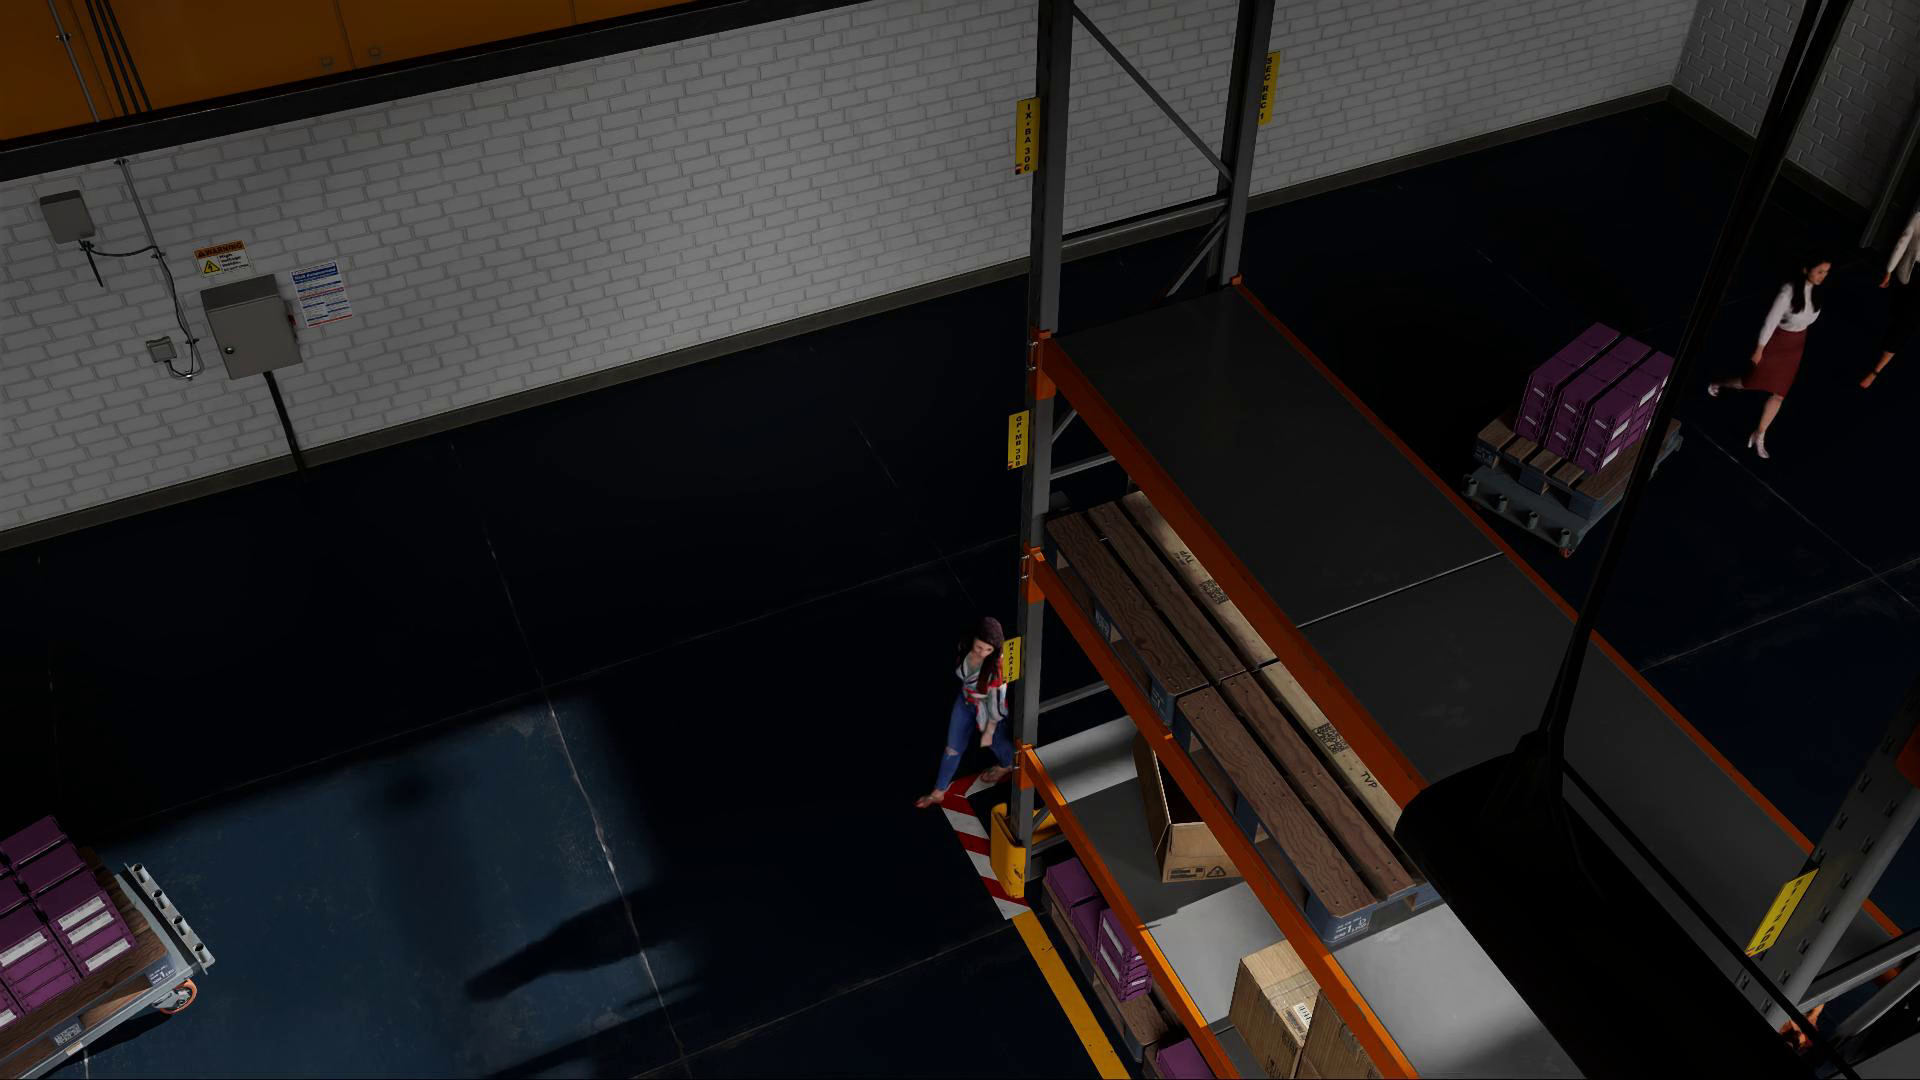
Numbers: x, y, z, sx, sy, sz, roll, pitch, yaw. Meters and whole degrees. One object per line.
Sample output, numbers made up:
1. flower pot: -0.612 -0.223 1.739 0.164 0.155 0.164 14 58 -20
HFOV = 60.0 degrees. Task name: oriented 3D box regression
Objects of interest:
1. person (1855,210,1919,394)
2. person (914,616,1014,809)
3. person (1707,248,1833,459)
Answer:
1. person: 7.544 -2.046 13.063 1.261 1.777 1.088 25 49 24
2. person: 0.210 0.982 10.031 0.841 1.576 0.973 -28 50 -26
3. person: 6.087 -1.464 12.489 0.671 1.727 1.030 -14 45 -14
